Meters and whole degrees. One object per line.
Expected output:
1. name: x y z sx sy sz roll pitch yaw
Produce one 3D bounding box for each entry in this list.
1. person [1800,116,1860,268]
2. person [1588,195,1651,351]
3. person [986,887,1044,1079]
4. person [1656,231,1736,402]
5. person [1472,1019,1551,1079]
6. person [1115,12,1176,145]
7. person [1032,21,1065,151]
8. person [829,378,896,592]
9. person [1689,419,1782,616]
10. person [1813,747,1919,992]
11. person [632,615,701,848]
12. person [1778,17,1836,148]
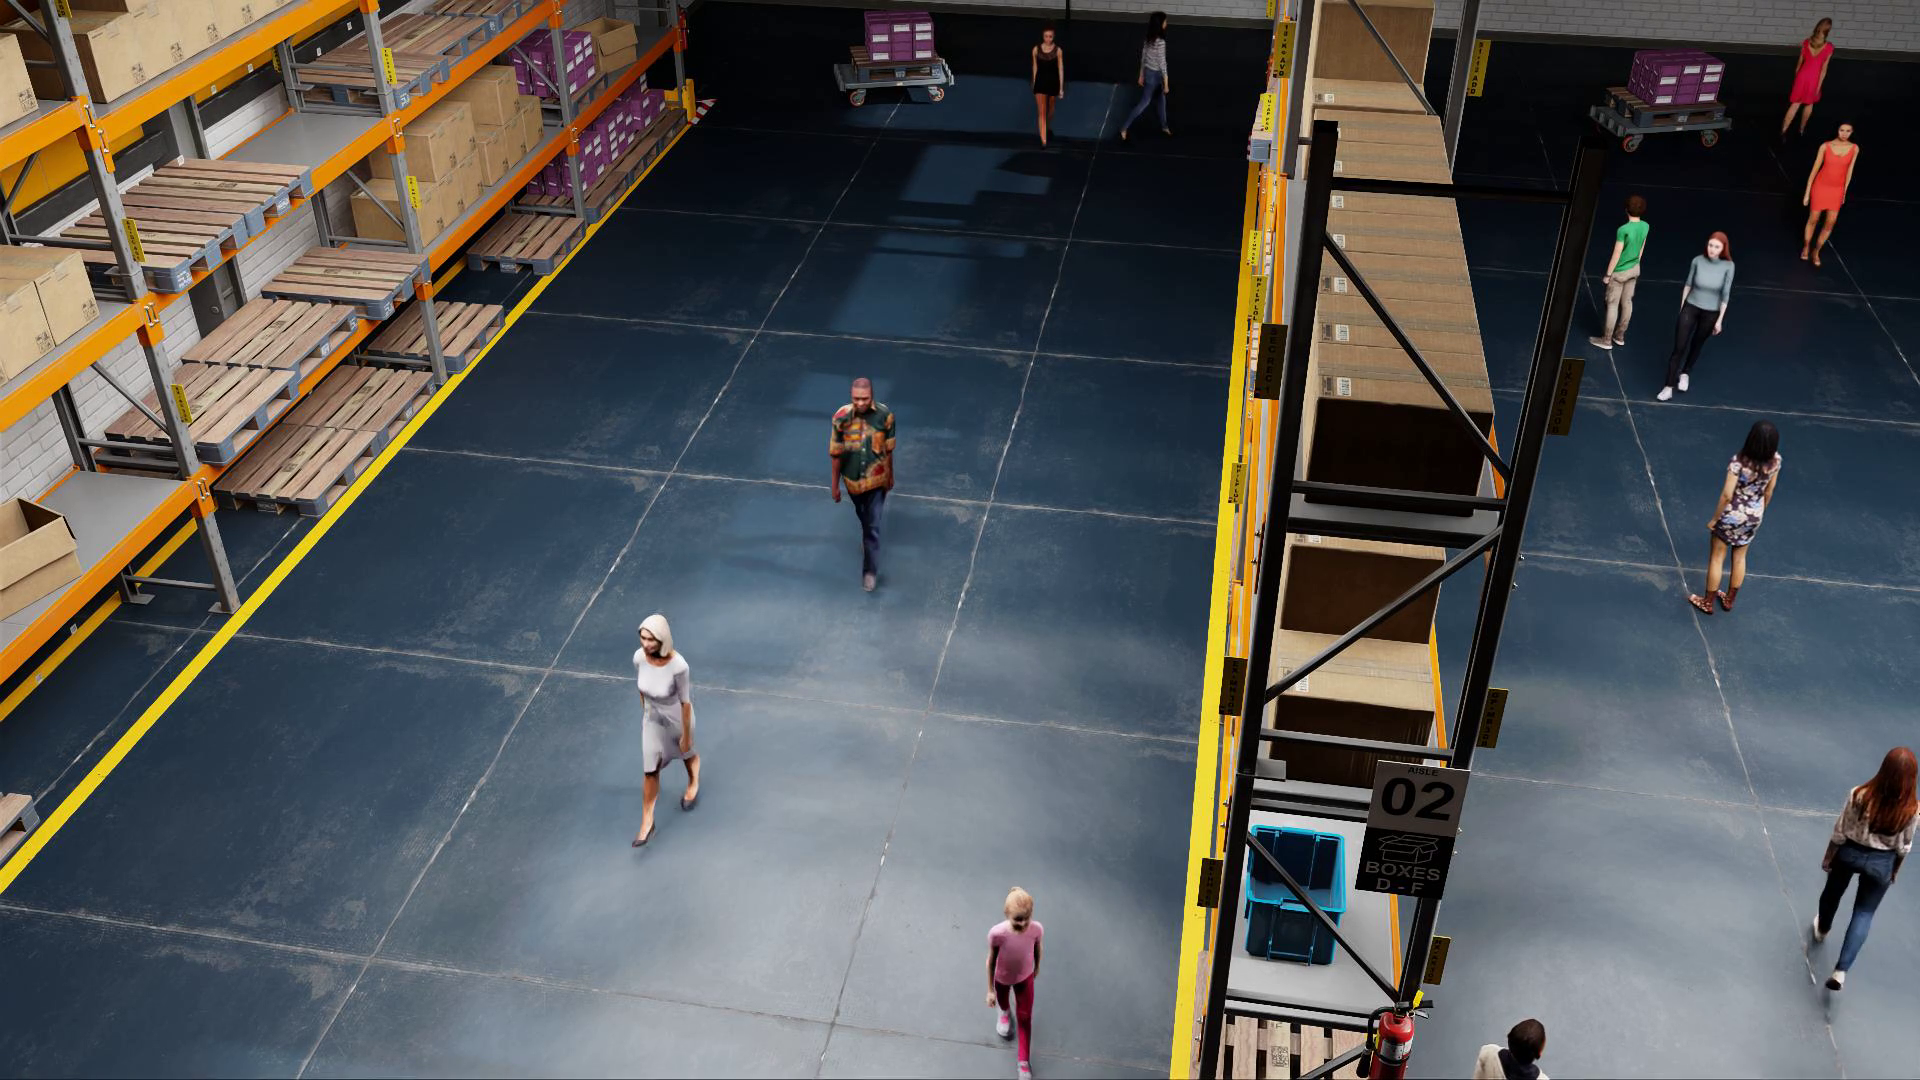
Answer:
1. person: 9.906 -4.016 19.011 0.657 1.703 0.715 10 35 15
2. person: 6.869 -2.769 17.181 0.674 1.652 0.703 -14 36 -20
3. person: 0.295 2.467 9.675 0.643 1.240 0.938 -2 34 -3
4. person: 7.281 -2.230 16.311 0.811 1.717 1.025 18 37 25
5. person: 2.799 3.029 8.638 0.652 1.452 0.669 27 42 34
6. person: 2.463 -6.059 22.044 1.064 1.748 1.150 -12 35 -17
7. person: 1.175 -6.093 22.201 0.684 1.632 1.167 1 34 2
8. person: -0.785 -0.561 13.764 0.827 1.757 1.244 0 34 1
9. person: 6.181 -0.180 13.214 0.650 1.732 0.610 -5 34 -7
10. person: 5.433 1.979 9.989 0.807 1.706 1.111 17 37 23
11. person: -1.920 1.173 11.195 0.684 1.713 1.038 11 35 16
12. person: 11.194 -6.031 22.061 0.943 1.682 1.126 27 42 34
